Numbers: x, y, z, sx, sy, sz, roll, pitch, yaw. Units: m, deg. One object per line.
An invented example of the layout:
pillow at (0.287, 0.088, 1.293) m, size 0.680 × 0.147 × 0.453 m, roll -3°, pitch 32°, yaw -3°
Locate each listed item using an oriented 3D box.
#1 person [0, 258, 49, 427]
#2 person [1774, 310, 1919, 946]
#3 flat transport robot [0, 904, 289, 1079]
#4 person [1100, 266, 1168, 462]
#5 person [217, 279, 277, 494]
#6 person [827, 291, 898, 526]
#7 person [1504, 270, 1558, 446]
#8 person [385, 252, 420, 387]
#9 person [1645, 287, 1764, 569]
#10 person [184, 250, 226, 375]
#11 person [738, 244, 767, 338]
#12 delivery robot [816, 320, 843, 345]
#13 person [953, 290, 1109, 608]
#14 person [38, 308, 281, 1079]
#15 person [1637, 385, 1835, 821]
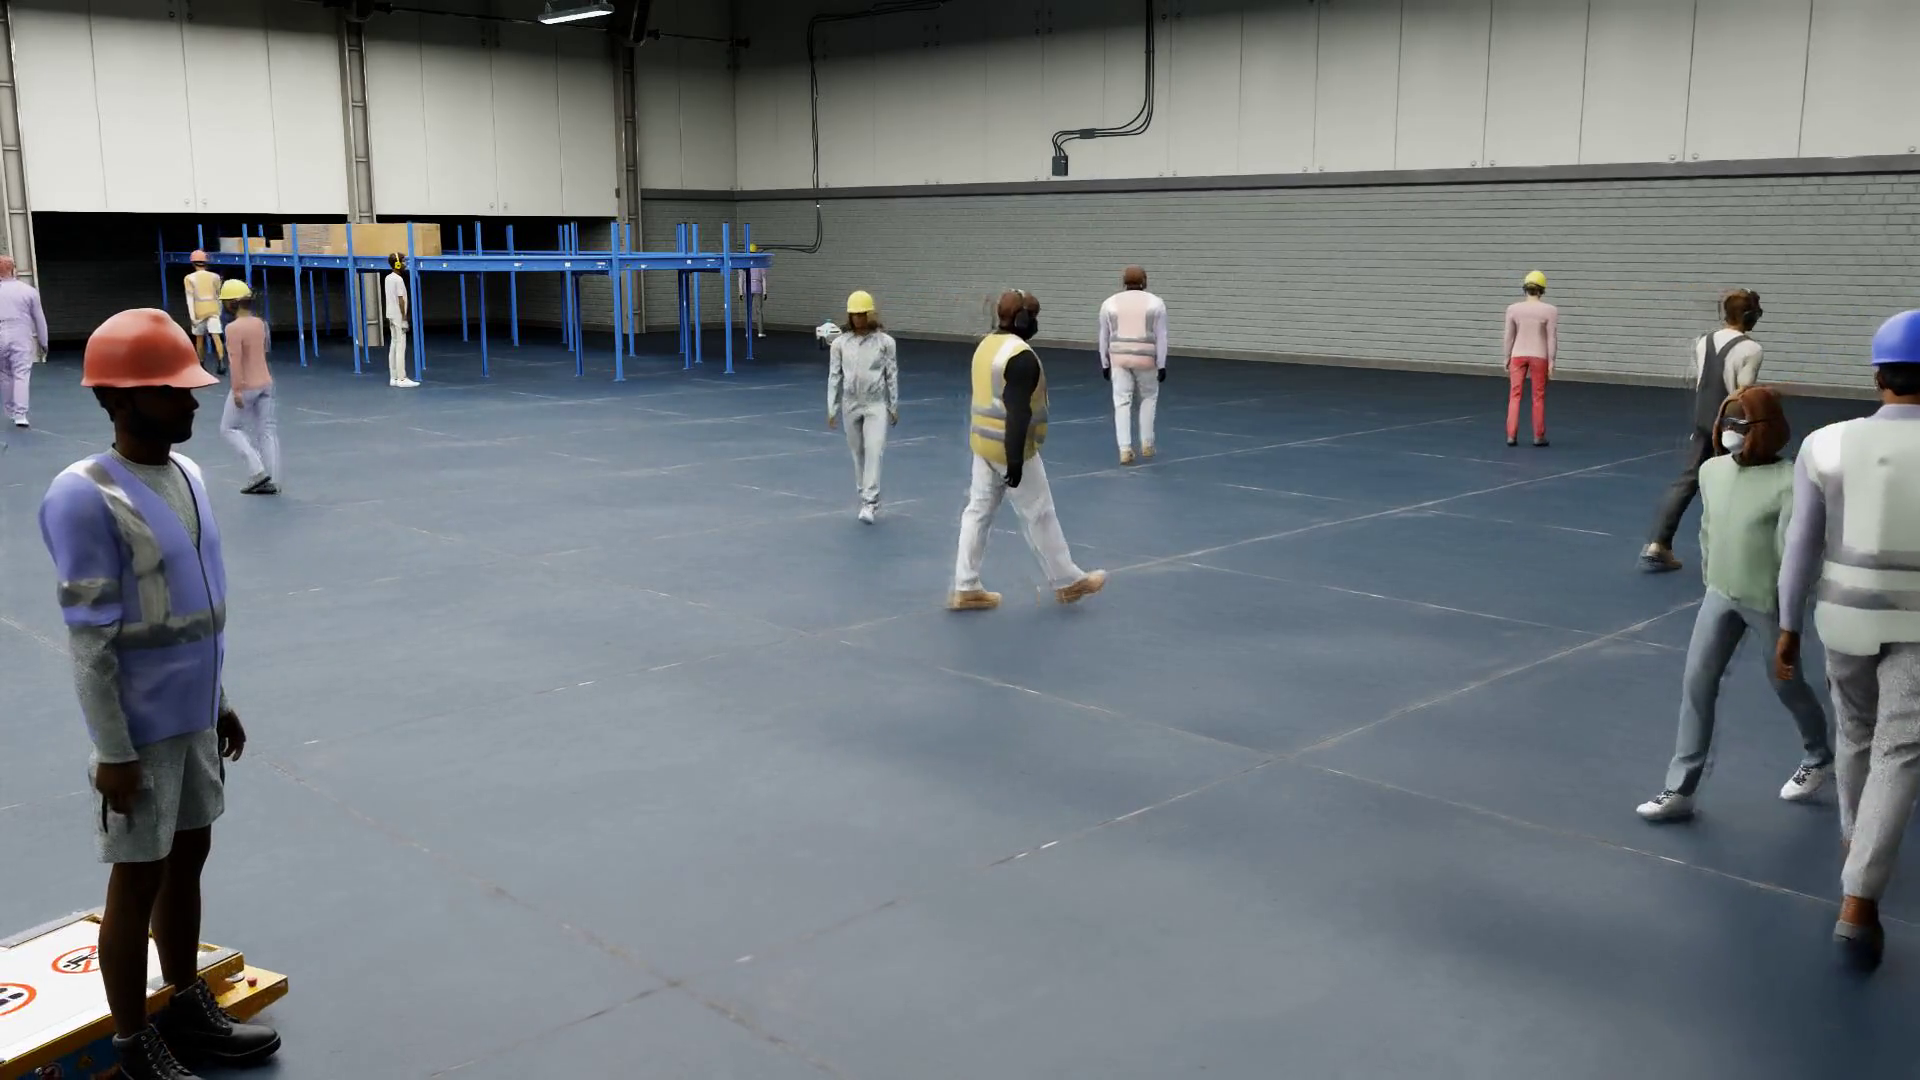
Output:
person at (-10.583, -2.217, 18.612) m, size 0.677 × 1.851 × 0.993 m, roll -4°, pitch 11°, yaw -22°
person at (2.868, 0.249, 5.108) m, size 0.622 × 1.892 × 1.044 m, roll 10°, pitch 14°, yaw 44°
flat transport robot at (-2.458, 1.262, 4.094) m, size 0.652 × 0.197 × 1.431 m, roll 5°, pitch 12°, yaw 25°
person at (1.663, -1.670, 15.728) m, size 0.654 × 1.819 × 0.756 m, roll 3°, pitch 11°, yaw 15°
person at (-5.810, -1.236, 13.567) m, size 0.382 × 1.756 × 0.540 m, roll 2°, pitch 11°, yaw 11°
person at (-0.726, -0.954, 12.150) m, size 0.502 × 1.691 × 0.901 m, roll 1°, pitch 10°, yaw 7°
person at (5.758, -1.833, 16.781) m, size 0.531 × 1.768 × 0.334 m, roll 7°, pitch 12°, yaw 33°
person at (-7.900, -3.104, 23.420) m, size 0.336 × 1.873 × 0.521 m, roll -8°, pitch 13°, yaw -38°
person at (4.812, -0.703, 10.558) m, size 0.999 × 1.796 × 0.507 m, roll -5°, pitch 12°, yaw -27°
person at (-11.551, -3.485, 25.463) m, size 0.541 × 1.897 × 1.019 m, roll -8°, pitch 13°, yaw -36°
person at (-4.290, -5.160, 34.469) m, size 0.585 × 1.929 × 0.370 m, roll 0°, pitch 10°, yaw 0°
delivery robot at (-2.439, -3.873, 31.061) m, size 0.477 × 0.478 × 0.707 m, roll -4°, pitch 11°, yaw -20°
person at (0.382, -0.509, 9.464) m, size 0.940 × 1.793 × 0.648 m, roll -4°, pitch 11°, yaw -23°
person at (-1.924, 0.415, 4.044) m, size 0.364 × 1.939 × 0.542 m, roll 1°, pitch 10°, yaw 4°
person at (2.932, 0.219, 6.077) m, size 0.873 × 1.589 × 0.507 m, roll -5°, pitch 11°, yaw -24°
